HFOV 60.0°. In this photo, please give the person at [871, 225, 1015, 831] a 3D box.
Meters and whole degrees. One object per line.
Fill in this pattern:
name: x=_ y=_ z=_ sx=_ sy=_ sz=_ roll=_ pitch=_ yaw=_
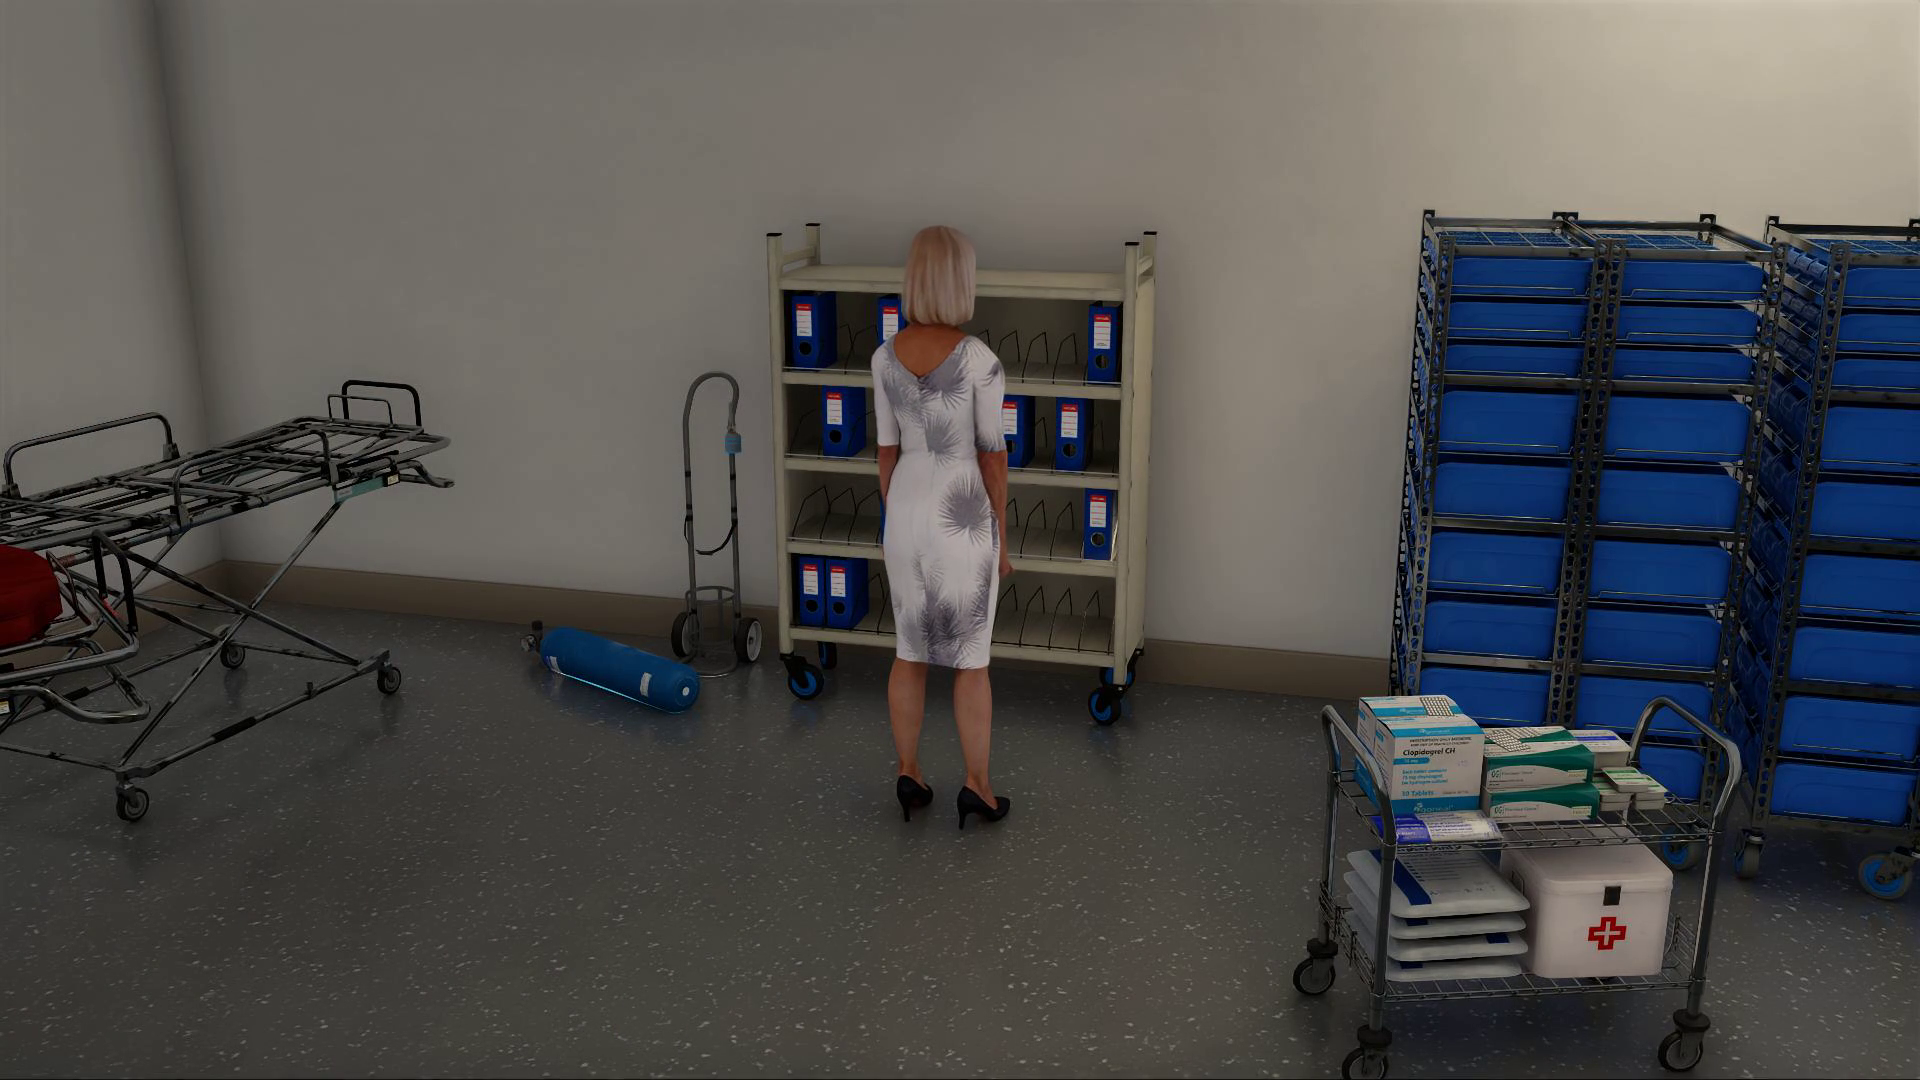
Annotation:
person: x=-0.050 y=-0.020 z=4.765 sx=0.591 sy=1.751 sz=0.551 roll=7 pitch=17 yaw=24
